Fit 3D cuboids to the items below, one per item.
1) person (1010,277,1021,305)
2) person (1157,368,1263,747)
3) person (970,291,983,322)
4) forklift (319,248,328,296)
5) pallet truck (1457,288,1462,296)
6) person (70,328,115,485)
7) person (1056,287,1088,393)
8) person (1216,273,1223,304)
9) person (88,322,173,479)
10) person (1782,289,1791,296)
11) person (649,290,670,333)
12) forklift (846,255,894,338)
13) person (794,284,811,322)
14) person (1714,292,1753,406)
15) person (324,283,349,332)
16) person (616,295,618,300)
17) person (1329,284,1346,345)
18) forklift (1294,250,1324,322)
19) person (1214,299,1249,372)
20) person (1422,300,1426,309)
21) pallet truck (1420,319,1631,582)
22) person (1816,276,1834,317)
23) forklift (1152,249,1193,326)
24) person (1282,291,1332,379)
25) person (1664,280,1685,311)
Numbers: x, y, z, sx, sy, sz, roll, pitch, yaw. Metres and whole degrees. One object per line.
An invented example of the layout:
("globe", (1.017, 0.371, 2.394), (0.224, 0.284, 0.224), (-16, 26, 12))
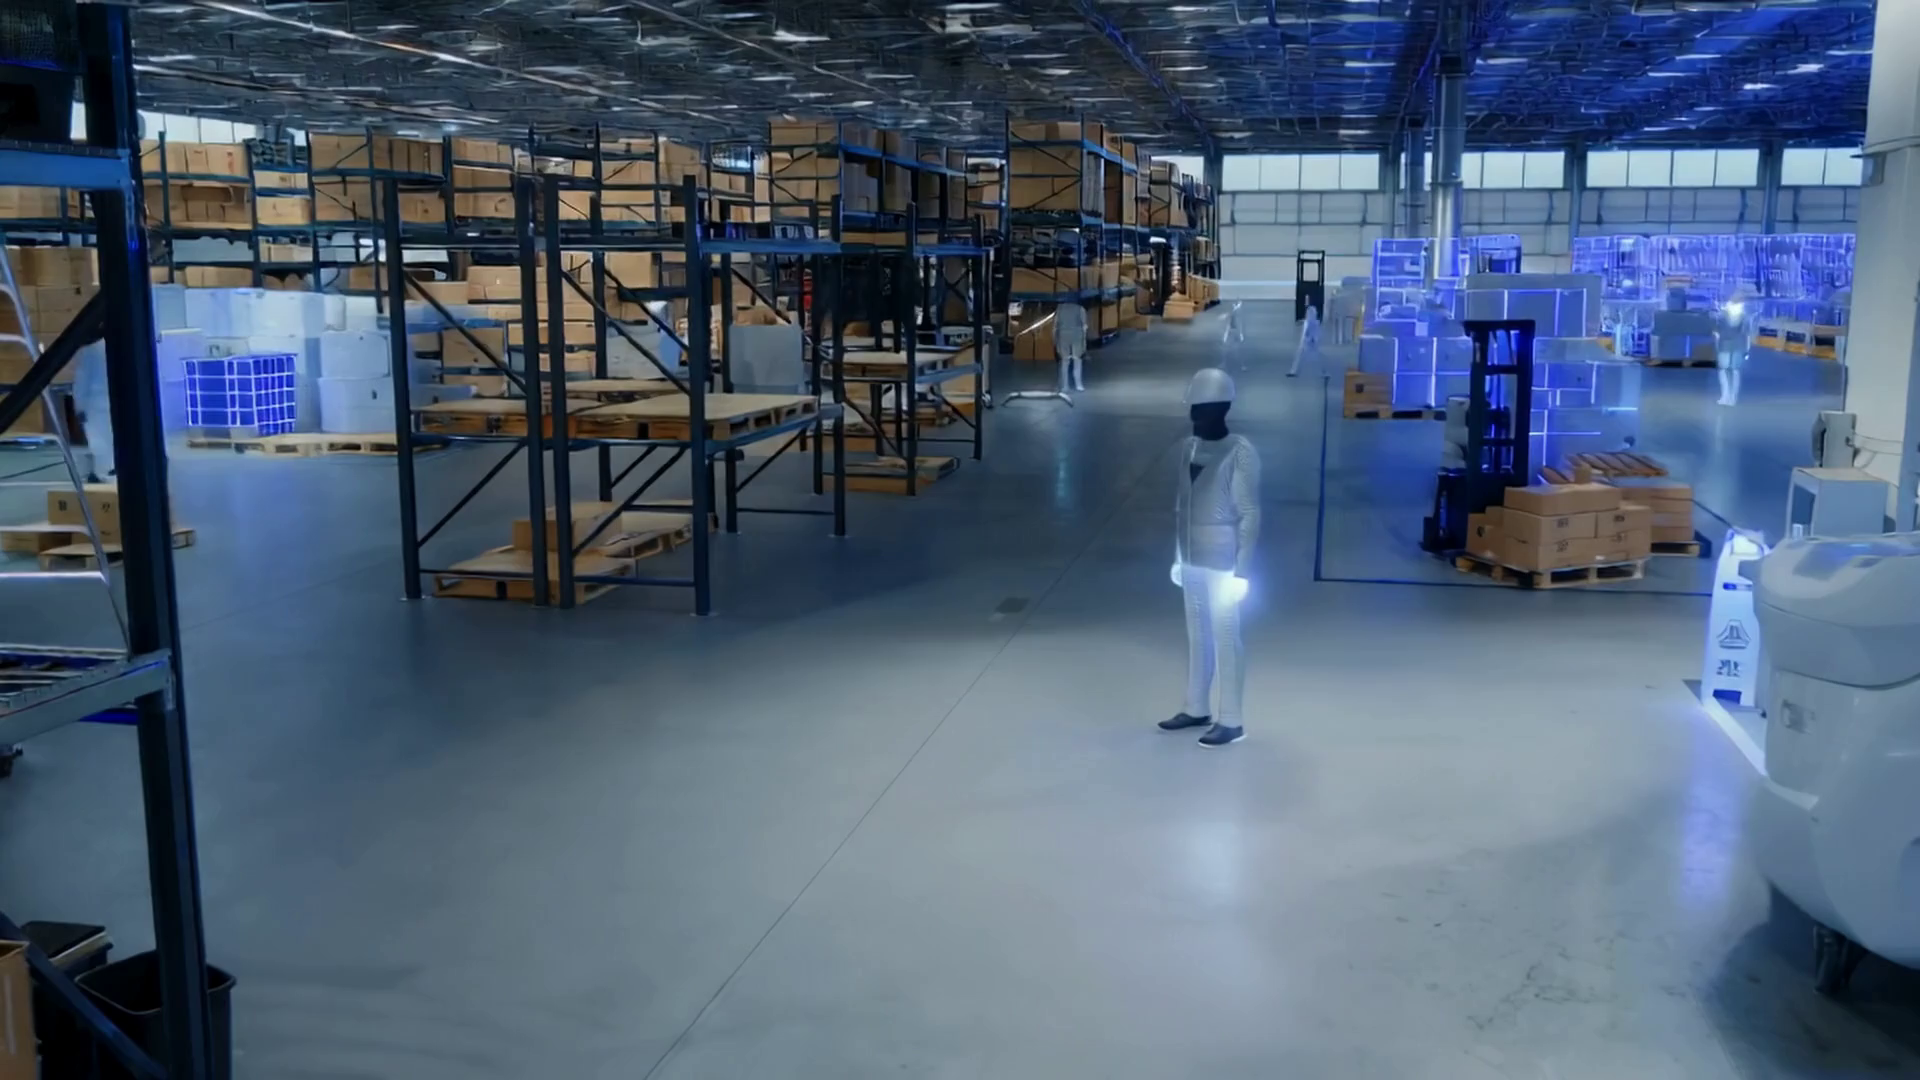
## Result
("person", (1.942, -8.357, 58.195), (0.404, 2.034, 0.609), (-3, 10, -16))
("person", (1.278, 0.086, 8.516), (0.366, 1.926, 0.594), (-6, 11, -30))
("person", (0.616, -7.912, 56.560), (0.551, 1.685, 0.366), (2, 10, 12))
("forklift", (-19.662, -7.779, 52.269), (1.873, 2.768, 1.129), (2, 10, 12))
("pallet truck", (20.506, -9.785, 68.819), (0.653, 1.274, 1.630), (2, 10, 12))
("person", (-9.247, -1.453, 17.989), (0.728, 1.823, 0.637), (2, 10, 11))
("person", (2.093, -3.712, 30.892), (0.602, 1.966, 0.368), (4, 10, 22))
("person", (14.056, -13.903, 91.985), (0.914, 1.707, 0.543), (1, 10, 8))
("person", (-9.406, -1.622, 18.721), (0.903, 1.911, 0.638), (1, 10, 7))
("person", (39.700, -11.898, 79.854), (0.681, 1.795, 0.444), (-7, 12, -35))
("person", (-7.589, -5.456, 42.015), (0.540, 1.695, 0.317), (-1, 10, -6))
("forklift", (-1.869, -5.317, 37.689), (1.129, 2.768, 1.873), (2, 10, 12))
("person", (-6.204, -9.525, 65.818), (0.934, 1.805, 0.627), (2, 10, 14))
("person", (13.030, -3.212, 28.067), (0.586, 1.916, 0.523), (6, 12, 33))
("person", (-14.450, -4.969, 38.425), (0.635, 1.936, 0.357), (-2, 10, -9))
("person", (-8.483, -5.247, 40.971), (0.524, 1.630, 0.324), (1, 10, 5))
("person", (10.974, -6.565, 48.379), (0.522, 1.768, 0.312), (-2, 10, -13))
("forklift", (13.778, -10.002, 65.433), (1.129, 2.768, 1.873), (2, 10, 12))
("person", (6.038, -4.511, 36.736), (0.874, 1.591, 0.517), (-2, 10, -12))
("person", (15.796, -7.800, 56.108), (0.282, 1.624, 0.495), (-7, 12, -35))
("pallet truck", (4.543, -0.757, 13.299), (0.823, 1.965, 1.885), (-4, 10, -22))
("person", (29.831, -8.164, 57.477), (0.433, 1.887, 0.671), (-4, 10, -21))
("forklift", (7.646, -9.320, 61.395), (1.873, 2.768, 1.129), (2, 10, 11))
("person", (7.266, -4.241, 34.508), (1.026, 1.823, 0.527), (3, 10, 17))
("person", (22.754, -7.365, 52.966), (0.605, 1.812, 0.625), (4, 10, 20))
